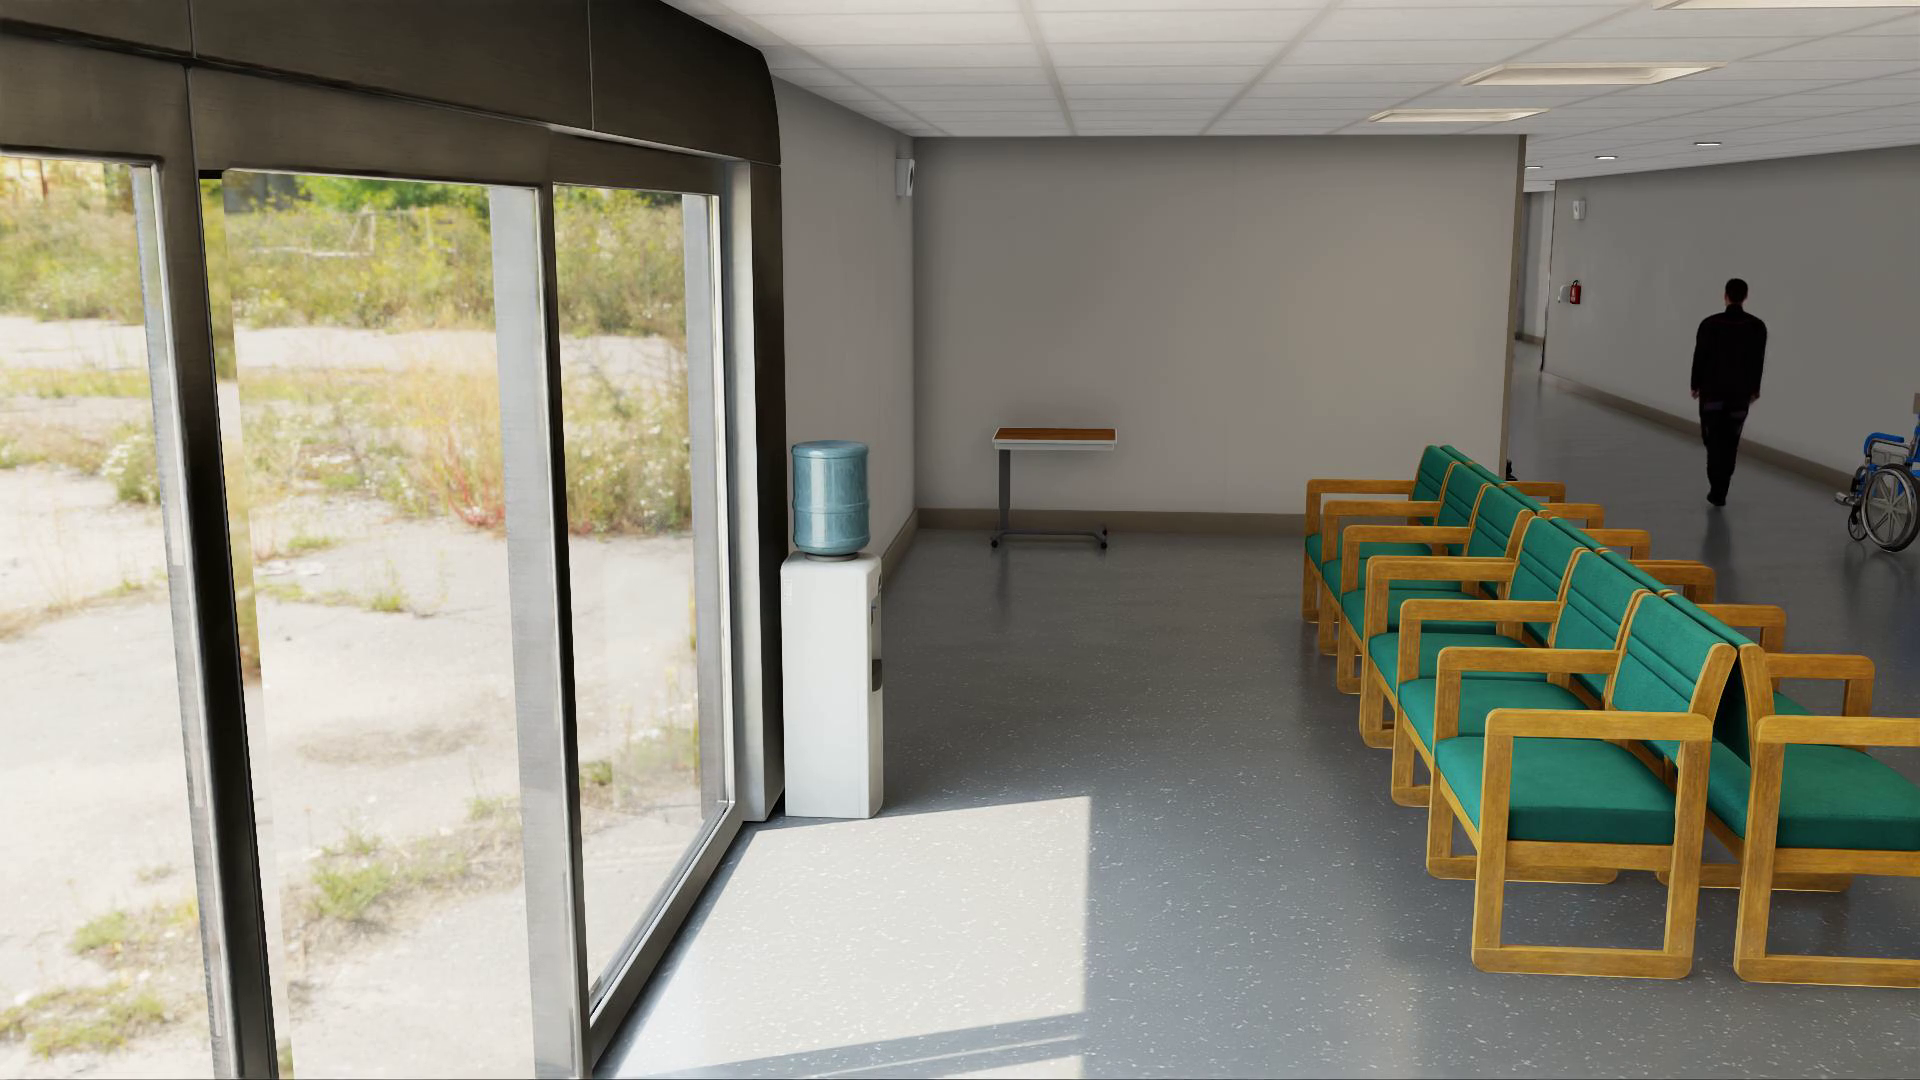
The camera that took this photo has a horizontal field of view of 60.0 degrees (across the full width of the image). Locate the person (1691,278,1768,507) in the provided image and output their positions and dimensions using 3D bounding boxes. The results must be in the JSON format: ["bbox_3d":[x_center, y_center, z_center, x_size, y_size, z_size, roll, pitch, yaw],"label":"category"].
[{"bbox_3d":[6.394,-1.193,13.856,1.137,1.860,0.846,2,11,10],"label":"person"}]
